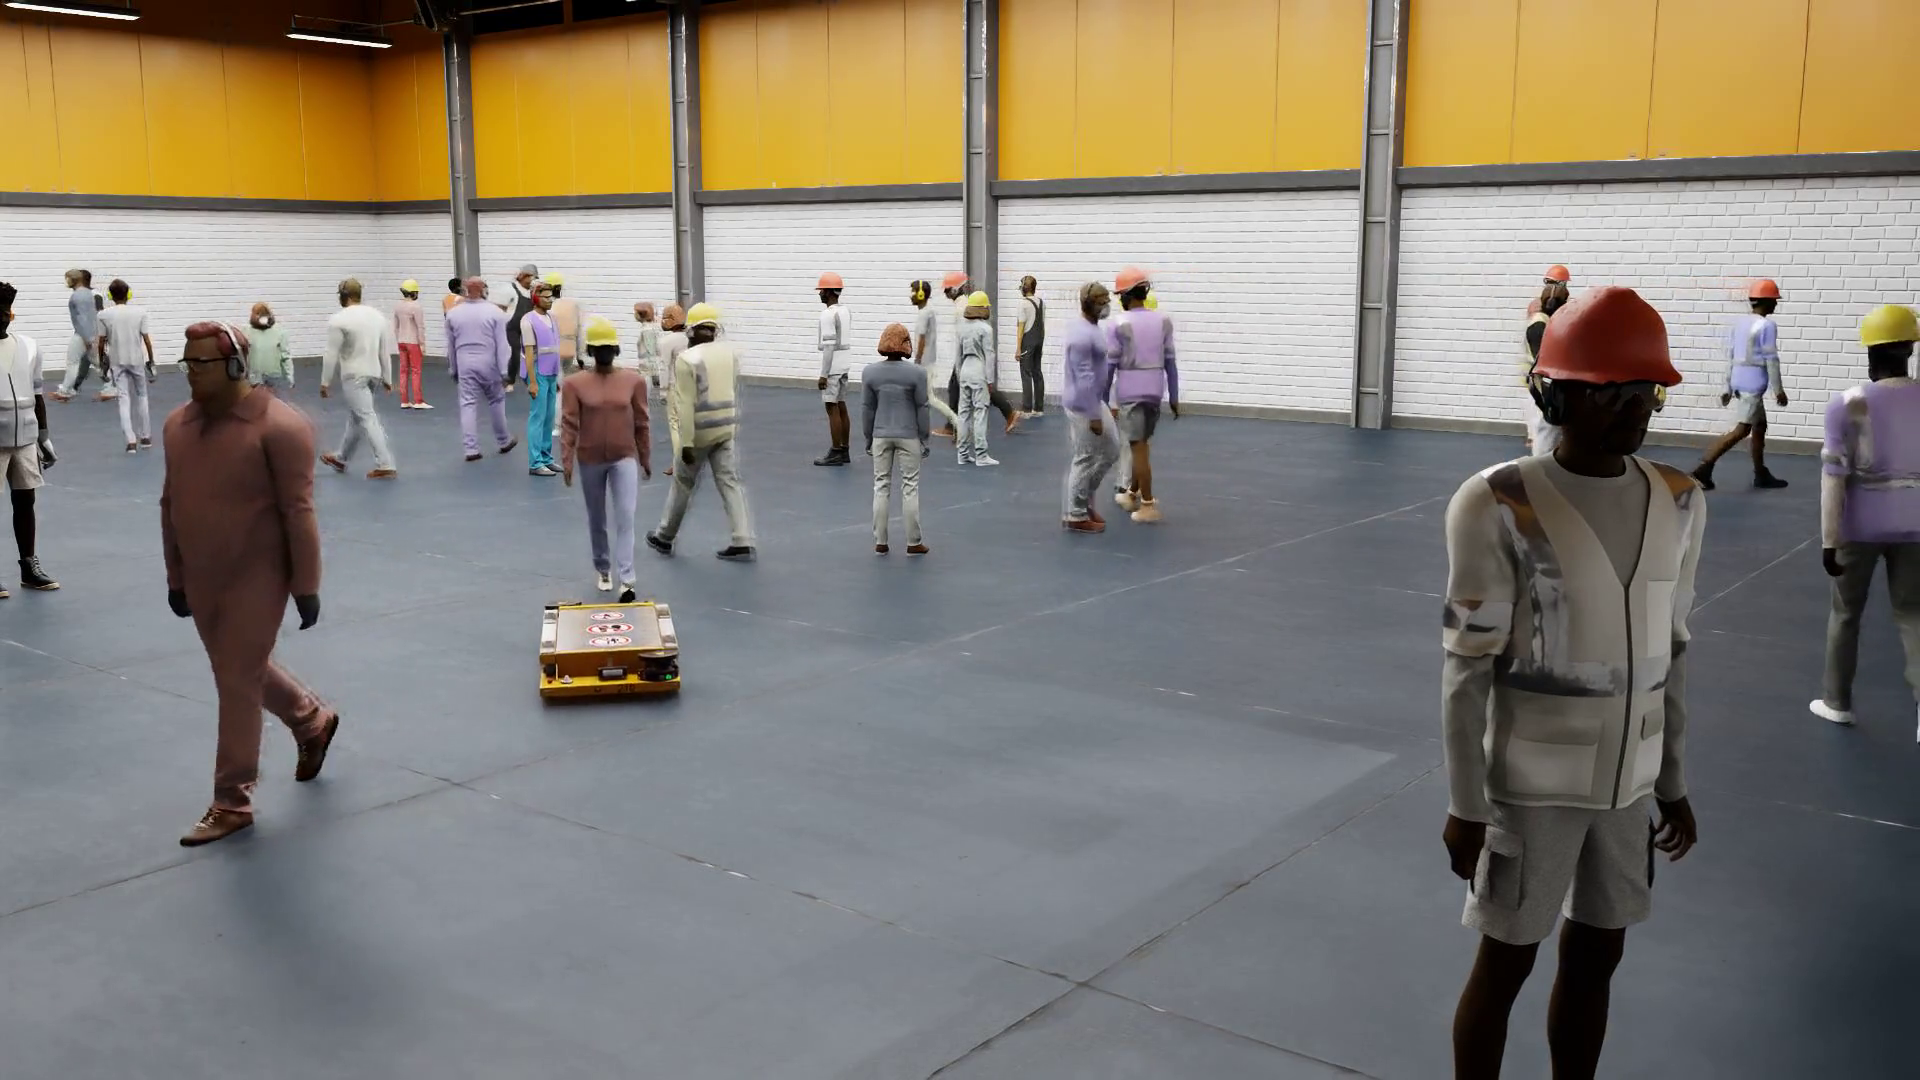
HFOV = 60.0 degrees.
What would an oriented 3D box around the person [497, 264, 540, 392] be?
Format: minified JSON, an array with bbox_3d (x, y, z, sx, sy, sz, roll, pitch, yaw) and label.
[{"bbox_3d":[-6.668,-3.243,25.282,1.003,2.000,0.750,6,11,30],"label":"person"}]

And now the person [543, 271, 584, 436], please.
[{"bbox_3d":[-4.645,-2.142,19.240,0.412,1.912,0.618,8,13,39],"label":"person"}]

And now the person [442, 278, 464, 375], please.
[{"bbox_3d":[-8.823,-3.730,29.118,0.530,1.696,0.321,7,12,34],"label":"person"}]

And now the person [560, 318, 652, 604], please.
[{"bbox_3d":[-2.150,-0.483,10.133,0.544,1.713,0.926,-3,10,-14],"label":"person"}]

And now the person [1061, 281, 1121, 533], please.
[{"bbox_3d":[0.982,-0.971,12.431,0.457,1.912,0.658,2,10,12],"label":"person"}]

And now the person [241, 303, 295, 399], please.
[{"bbox_3d":[-7.324,-1.704,17.596,0.519,1.590,0.833,-6,11,-31],"label":"person"}]

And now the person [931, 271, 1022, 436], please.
[{"bbox_3d":[0.205,-2.149,19.273,0.968,1.947,0.633,1,10,6],"label":"person"}]

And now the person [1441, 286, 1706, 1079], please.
[{"bbox_3d":[1.297,0.498,3.499,0.614,2.043,0.374,-3,10,-19],"label":"person"}]

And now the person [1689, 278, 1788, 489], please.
[{"bbox_3d":[7.028,-1.387,14.907,0.909,1.907,0.545,0,10,0],"label":"person"}]

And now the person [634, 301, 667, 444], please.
[{"bbox_3d":[-3.375,-1.855,18.477,0.847,1.595,0.522,0,10,-3],"label":"person"}]

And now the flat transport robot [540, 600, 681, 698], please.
[{"bbox_3d":[-1.794,0.526,8.488,0.652,0.197,1.431,-2,10,-12],"label":"flat transport robot"}]

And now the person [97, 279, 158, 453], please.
[{"bbox_3d":[-8.983,-1.880,17.957,0.549,1.830,0.887,-5,11,-26],"label":"person"}]

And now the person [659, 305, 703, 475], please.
[{"bbox_3d":[-2.695,-1.431,15.954,0.283,1.627,0.506,5,11,29],"label":"person"}]

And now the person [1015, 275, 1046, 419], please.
[{"bbox_3d":[0.909,-2.482,21.453,0.333,1.841,0.506,8,13,40],"label":"person"}]

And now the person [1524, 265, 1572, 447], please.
[{"bbox_3d":[6.445,-1.992,18.133,0.395,1.994,0.612,-6,12,-33],"label":"person"}]

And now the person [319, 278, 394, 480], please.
[{"bbox_3d":[-5.739,-1.515,15.670,1.046,1.879,0.656,4,11,23],"label":"person"}]

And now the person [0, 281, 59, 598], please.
[{"bbox_3d":[-5.921,-0.628,10.298,0.375,1.959,0.603,6,11,31],"label":"person"}]

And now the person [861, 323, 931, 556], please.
[{"bbox_3d":[-0.443,-0.698,11.654,0.497,1.633,0.283,3,10,15],"label":"person"}]

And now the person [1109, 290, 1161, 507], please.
[{"bbox_3d":[1.485,-1.155,13.788,0.480,1.808,0.627,7,12,34],"label":"person"}]

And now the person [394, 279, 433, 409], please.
[{"bbox_3d":[-7.488,-2.664,22.713,0.526,1.768,0.331,6,11,30],"label":"person"}]

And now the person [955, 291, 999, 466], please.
[{"bbox_3d":[0.169,-1.620,16.698,0.488,1.743,0.321,9,14,44],"label":"person"}]

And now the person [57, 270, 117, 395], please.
[{"bbox_3d":[-13.153,-3.113,25.009,0.620,1.868,0.999,8,13,39],"label":"person"}]

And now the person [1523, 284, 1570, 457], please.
[{"bbox_3d":[5.354,-1.389,15.095,0.467,1.839,0.649,7,12,37],"label":"person"}]

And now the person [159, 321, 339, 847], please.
[{"bbox_3d":[-2.669,0.112,6.248,0.654,1.879,0.887,4,10,21],"label":"person"}]

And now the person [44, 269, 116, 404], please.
[{"bbox_3d":[-12.500,-2.870,23.517,0.958,1.894,0.645,-2,10,-10],"label":"person"}]

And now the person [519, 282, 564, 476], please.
[{"bbox_3d":[-4.012,-1.540,15.933,0.375,1.843,0.574,2,10,9],"label":"person"}]

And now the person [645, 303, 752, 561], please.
[{"bbox_3d":[-1.799,-0.748,11.538,0.941,1.771,0.598,7,12,36],"label":"person"}]

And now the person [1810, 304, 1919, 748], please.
[{"bbox_3d":[4.021,-0.061,7.181,0.597,1.900,0.806,1,10,8],"label":"person"}]

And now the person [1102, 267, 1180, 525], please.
[{"bbox_3d":[1.347,-1.145,13.193,0.638,1.996,0.949,-5,11,-27],"label":"person"}]

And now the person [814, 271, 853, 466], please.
[{"bbox_3d":[-1.283,-1.708,16.648,0.357,1.937,0.550,3,10,17],"label":"person"}]

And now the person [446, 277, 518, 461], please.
[{"bbox_3d":[-4.950,-1.785,17.286,0.674,1.863,0.932,1,10,4],"label":"person"}]

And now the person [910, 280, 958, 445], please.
[{"bbox_3d":[-0.345,-1.949,18.361,0.847,1.843,0.531,-1,10,-4],"label":"person"}]
